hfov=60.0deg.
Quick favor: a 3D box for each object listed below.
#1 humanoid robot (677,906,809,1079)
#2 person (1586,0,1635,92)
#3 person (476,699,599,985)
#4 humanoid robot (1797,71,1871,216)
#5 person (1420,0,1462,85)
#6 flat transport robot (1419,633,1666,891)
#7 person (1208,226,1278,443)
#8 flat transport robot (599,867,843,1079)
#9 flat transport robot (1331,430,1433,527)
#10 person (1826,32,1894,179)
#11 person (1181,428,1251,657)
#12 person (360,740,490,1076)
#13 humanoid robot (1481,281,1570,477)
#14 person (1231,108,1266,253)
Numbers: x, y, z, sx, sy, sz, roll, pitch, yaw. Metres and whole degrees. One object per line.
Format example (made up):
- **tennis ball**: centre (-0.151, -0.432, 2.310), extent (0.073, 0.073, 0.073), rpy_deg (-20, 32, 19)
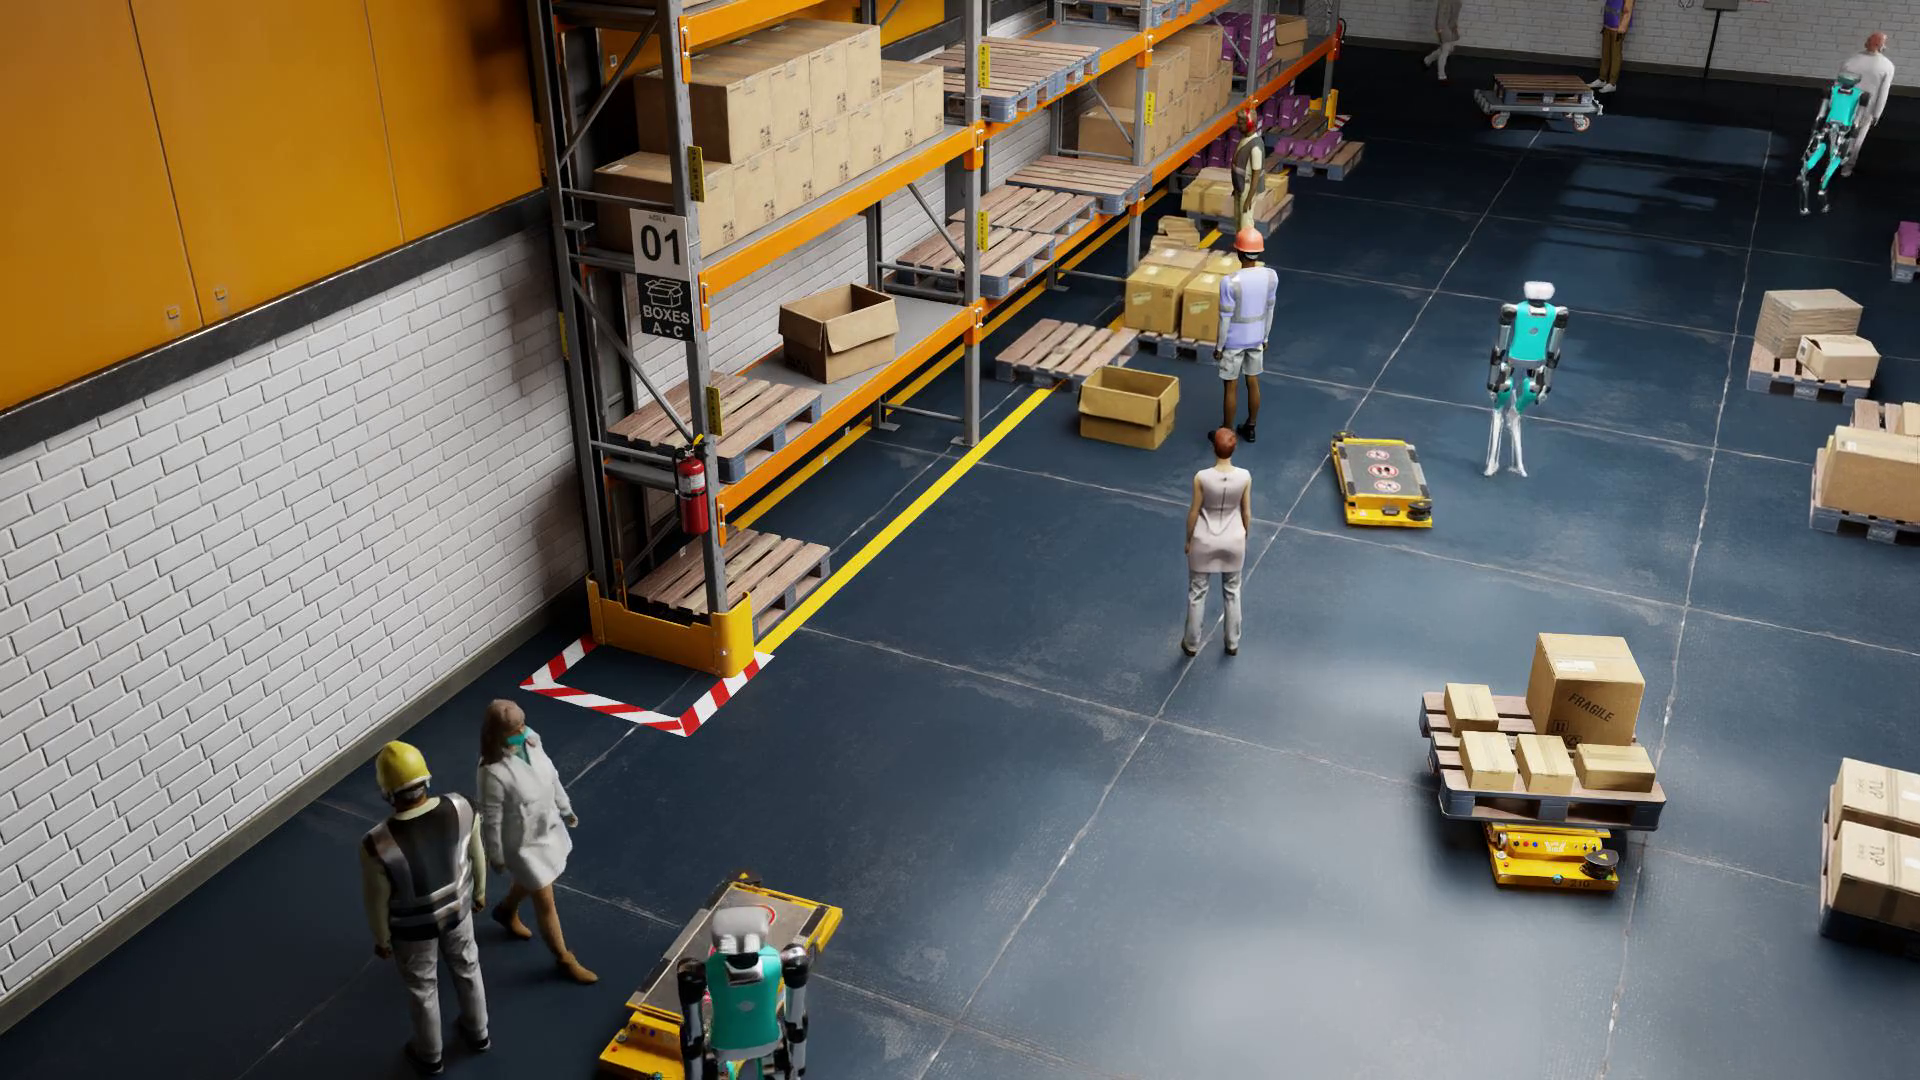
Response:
- **humanoid robot**: centre (-0.941, 2.179, 7.187), extent (0.550, 1.811, 0.767), rpy_deg (-7, 29, -12)
- **person**: centre (10.120, -7.917, 25.656), extent (0.408, 1.933, 0.533), rpy_deg (-6, 29, -10)
- **person**: centre (-2.216, 1.498, 8.498), extent (0.720, 1.634, 0.498), rpy_deg (10, 30, 18)
- **humanoid robot**: centre (10.305, -4.636, 19.774), extent (0.544, 1.761, 0.951), rpy_deg (24, 37, 37)
- **person**: centre (7.585, -8.101, 26.117), extent (0.592, 1.818, 0.505), rpy_deg (23, 36, 36)
- **flat transport robot**: centre (3.405, 1.537, 9.878), extent (0.659, 0.231, 1.431), rpy_deg (3, 28, 5)
- **person**: centre (2.396, -1.720, 14.161), extent (0.544, 1.938, 0.351), rpy_deg (-12, 31, -21)
- **flat transport robot**: centre (-1.197, 2.251, 8.553), extent (0.659, 0.231, 1.431), rpy_deg (10, 30, 19)
- **flat transport robot**: centre (3.451, -0.509, 13.671), extent (0.659, 0.231, 1.431), rpy_deg (3, 28, 5)
- **person**: centre (11.463, -5.527, 21.285), extent (0.657, 1.875, 0.700), rpy_deg (14, 31, 24)
- **person**: centre (1.734, 0.027, 11.224), extent (0.434, 1.652, 0.300), rpy_deg (-1, 28, -2)
- **person**: centre (-2.508, 1.743, 7.868), extent (0.403, 1.818, 0.597), rpy_deg (25, 37, 38)
- **humanoid robot**: centre (4.559, -1.342, 13.640), extent (0.536, 1.763, 0.705), rpy_deg (3, 28, 5)
- **person**: centre (3.111, -3.781, 18.086), extent (0.390, 1.837, 0.562), rpy_deg (-3, 28, -5)
